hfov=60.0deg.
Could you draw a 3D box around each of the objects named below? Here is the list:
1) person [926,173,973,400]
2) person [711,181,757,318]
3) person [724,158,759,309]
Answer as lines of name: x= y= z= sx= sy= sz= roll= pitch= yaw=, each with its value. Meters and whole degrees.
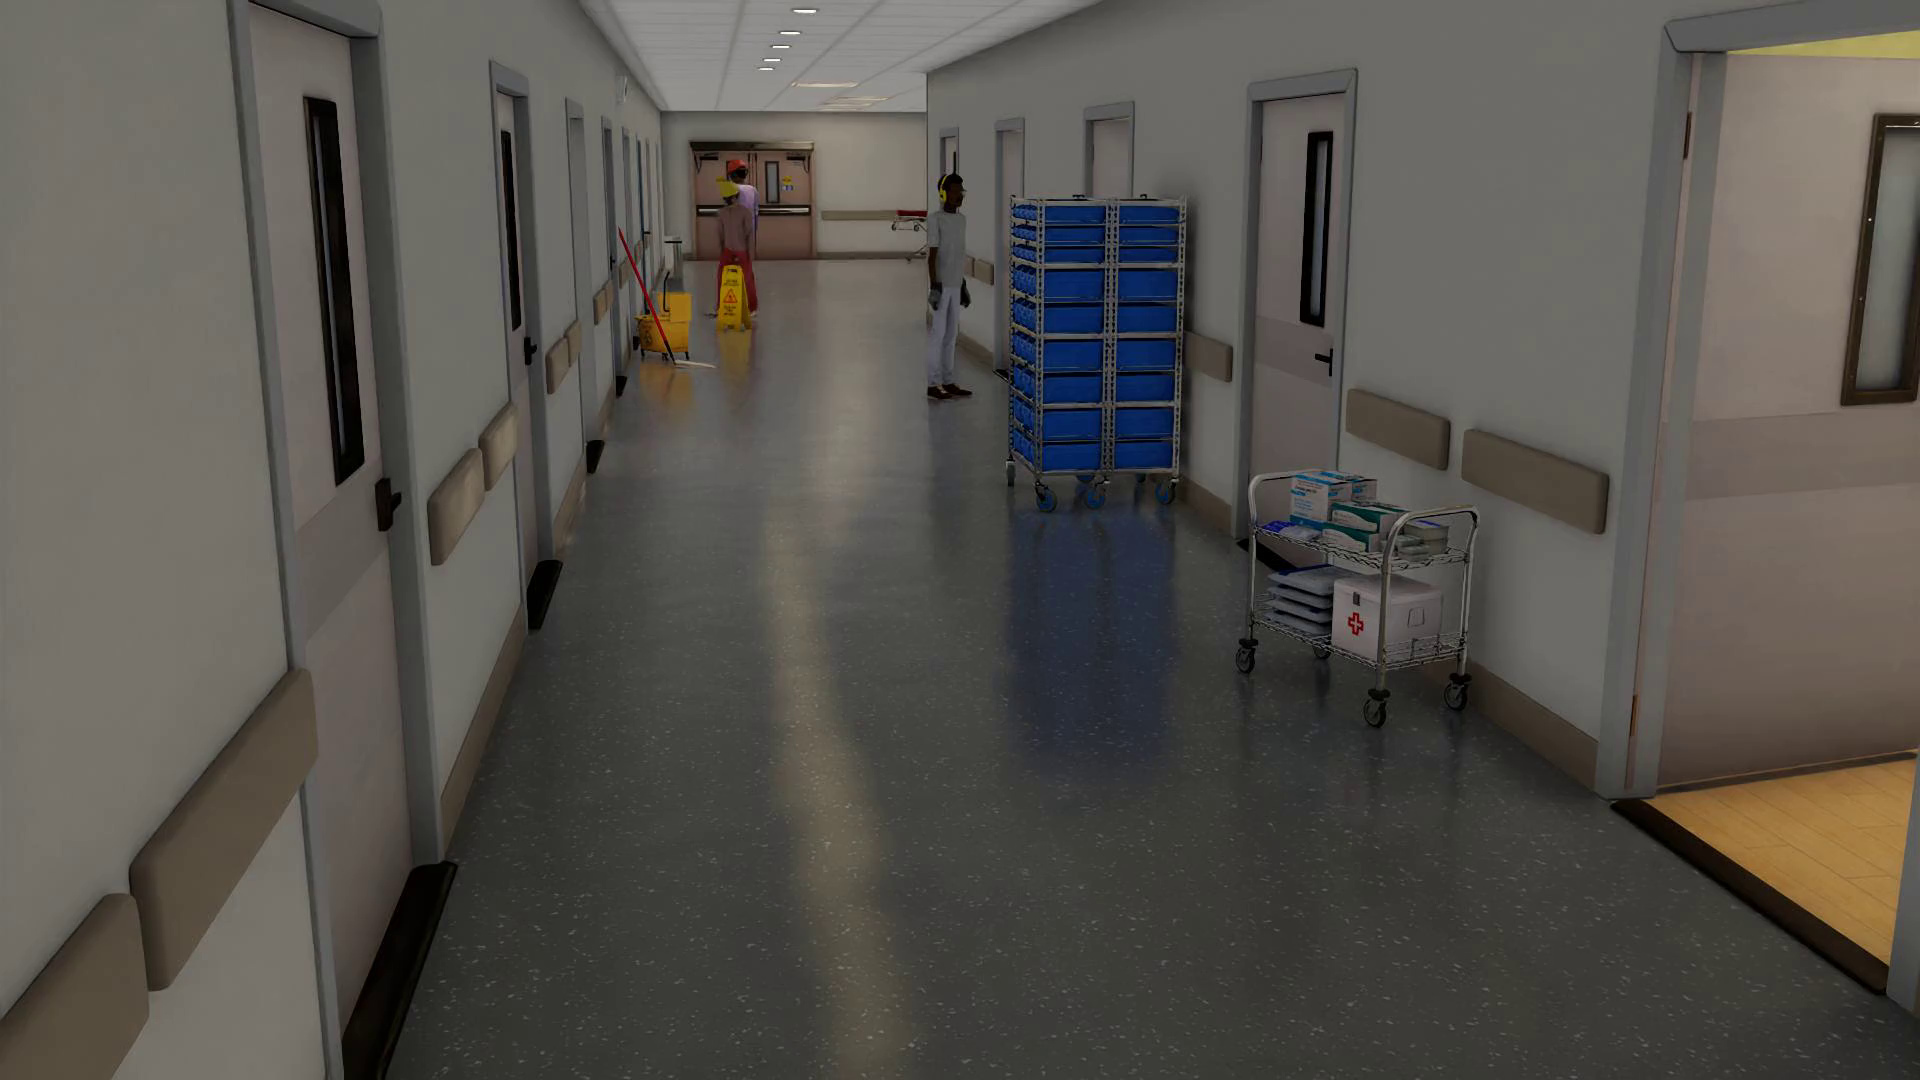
person: x=-0.084 y=-2.123 z=13.968 sx=0.333 sy=1.868 sz=0.515 roll=8 pitch=15 yaw=33
person: x=-2.884 y=-3.716 z=21.338 sx=0.572 sy=1.741 sz=0.443 roll=5 pitch=14 yaw=20
person: x=-3.000 y=-4.146 z=22.605 sx=0.409 sy=2.028 sz=0.612 roll=9 pitch=15 yaw=35
